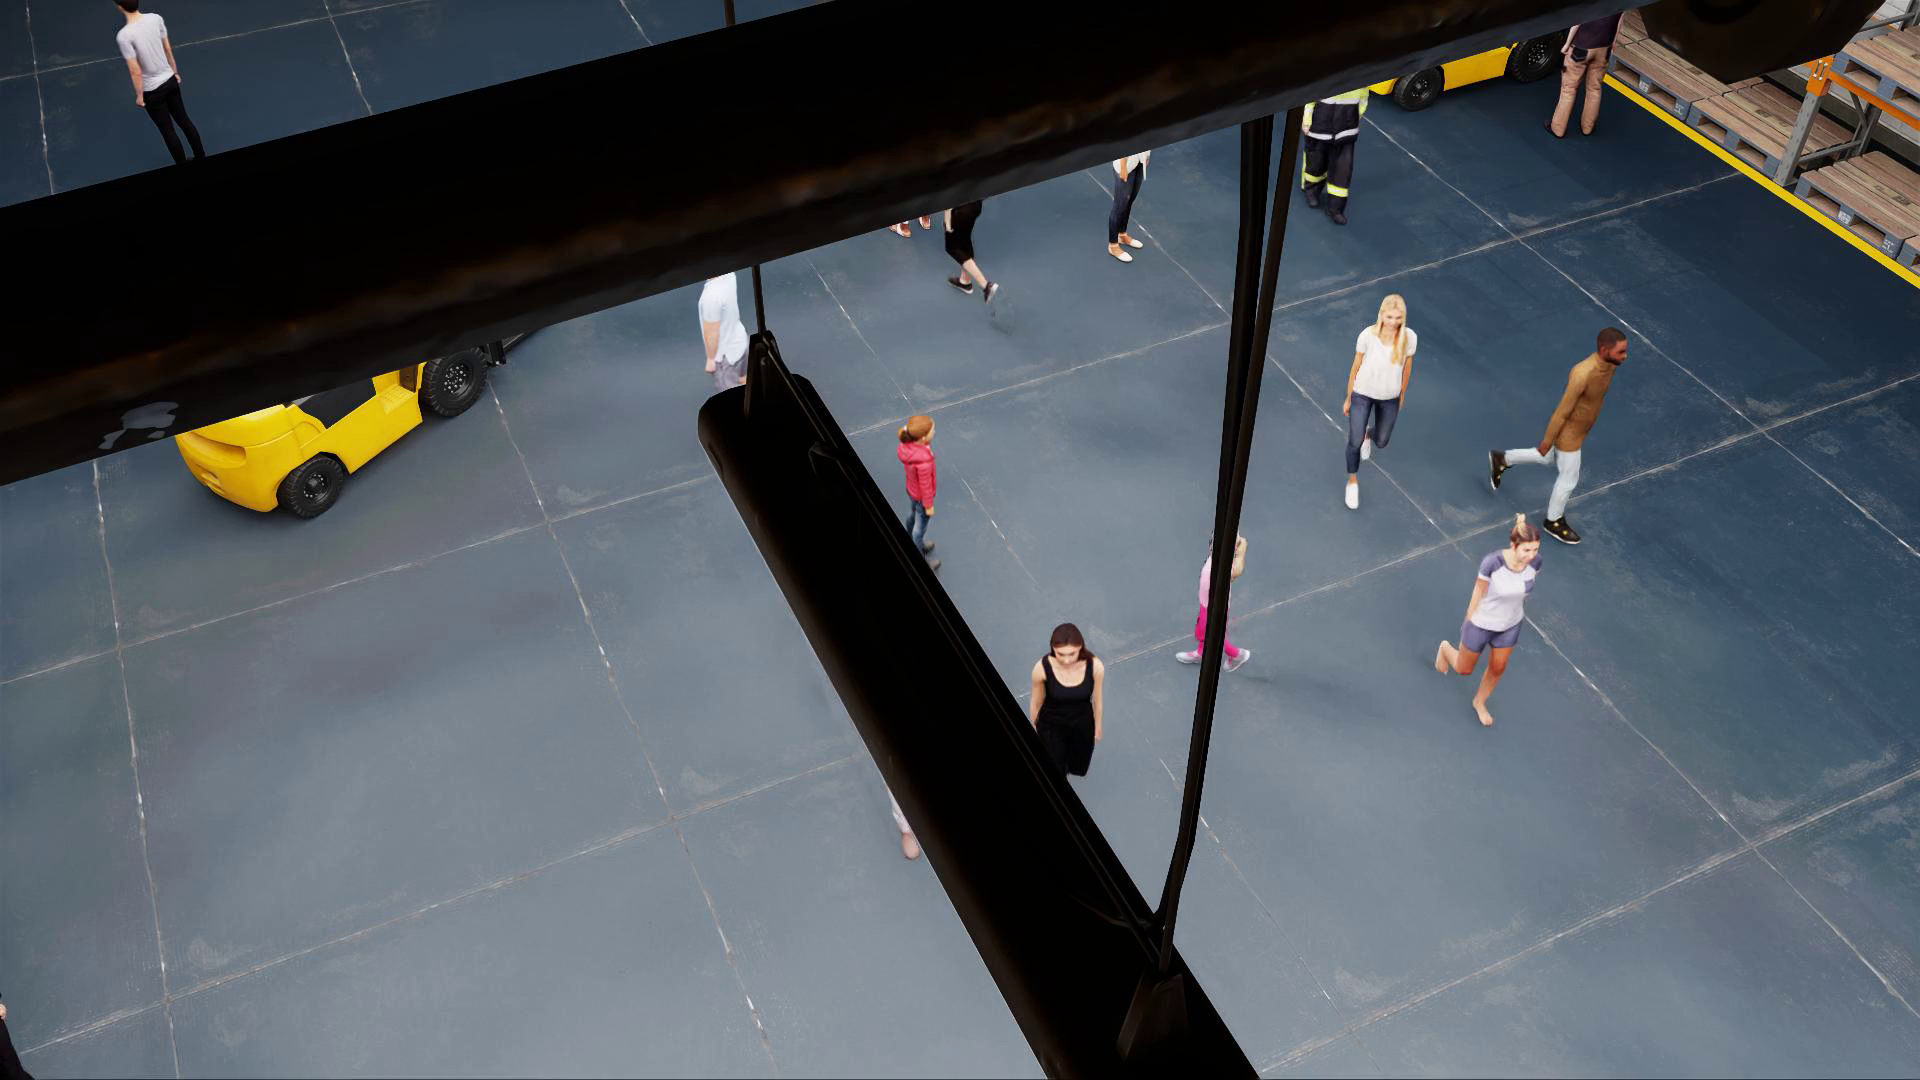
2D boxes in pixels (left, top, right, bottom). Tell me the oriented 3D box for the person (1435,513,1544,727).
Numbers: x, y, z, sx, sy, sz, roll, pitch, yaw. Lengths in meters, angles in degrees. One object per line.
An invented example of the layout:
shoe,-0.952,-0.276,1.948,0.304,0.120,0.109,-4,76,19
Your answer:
person,3.352,0.462,10.558,0.709,1.607,0.878,-6,44,-6

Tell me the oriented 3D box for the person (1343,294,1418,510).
person,2.988,-1.086,12.048,0.855,1.793,0.995,4,44,4

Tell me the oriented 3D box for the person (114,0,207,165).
person,-7.339,-4.167,15.232,0.781,1.862,0.738,17,46,17

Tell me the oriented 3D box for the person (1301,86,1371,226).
person,3.315,-3.863,14.843,0.993,1.959,1.099,-2,44,-2

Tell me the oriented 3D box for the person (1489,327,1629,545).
person,4.230,-0.816,11.771,0.925,1.785,1.211,-33,53,-30

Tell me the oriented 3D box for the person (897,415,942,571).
person,-0.297,-0.332,11.604,0.606,1.314,0.472,-10,45,-11

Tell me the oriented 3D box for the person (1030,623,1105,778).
person,0.625,1.055,9.887,0.787,1.674,0.963,-2,44,-2

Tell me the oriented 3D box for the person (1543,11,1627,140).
person,6.000,-4.711,15.819,0.752,1.841,0.706,-4,44,-5

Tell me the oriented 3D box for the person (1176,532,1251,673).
person,1.715,0.394,10.879,0.760,1.262,0.729,8,44,9
